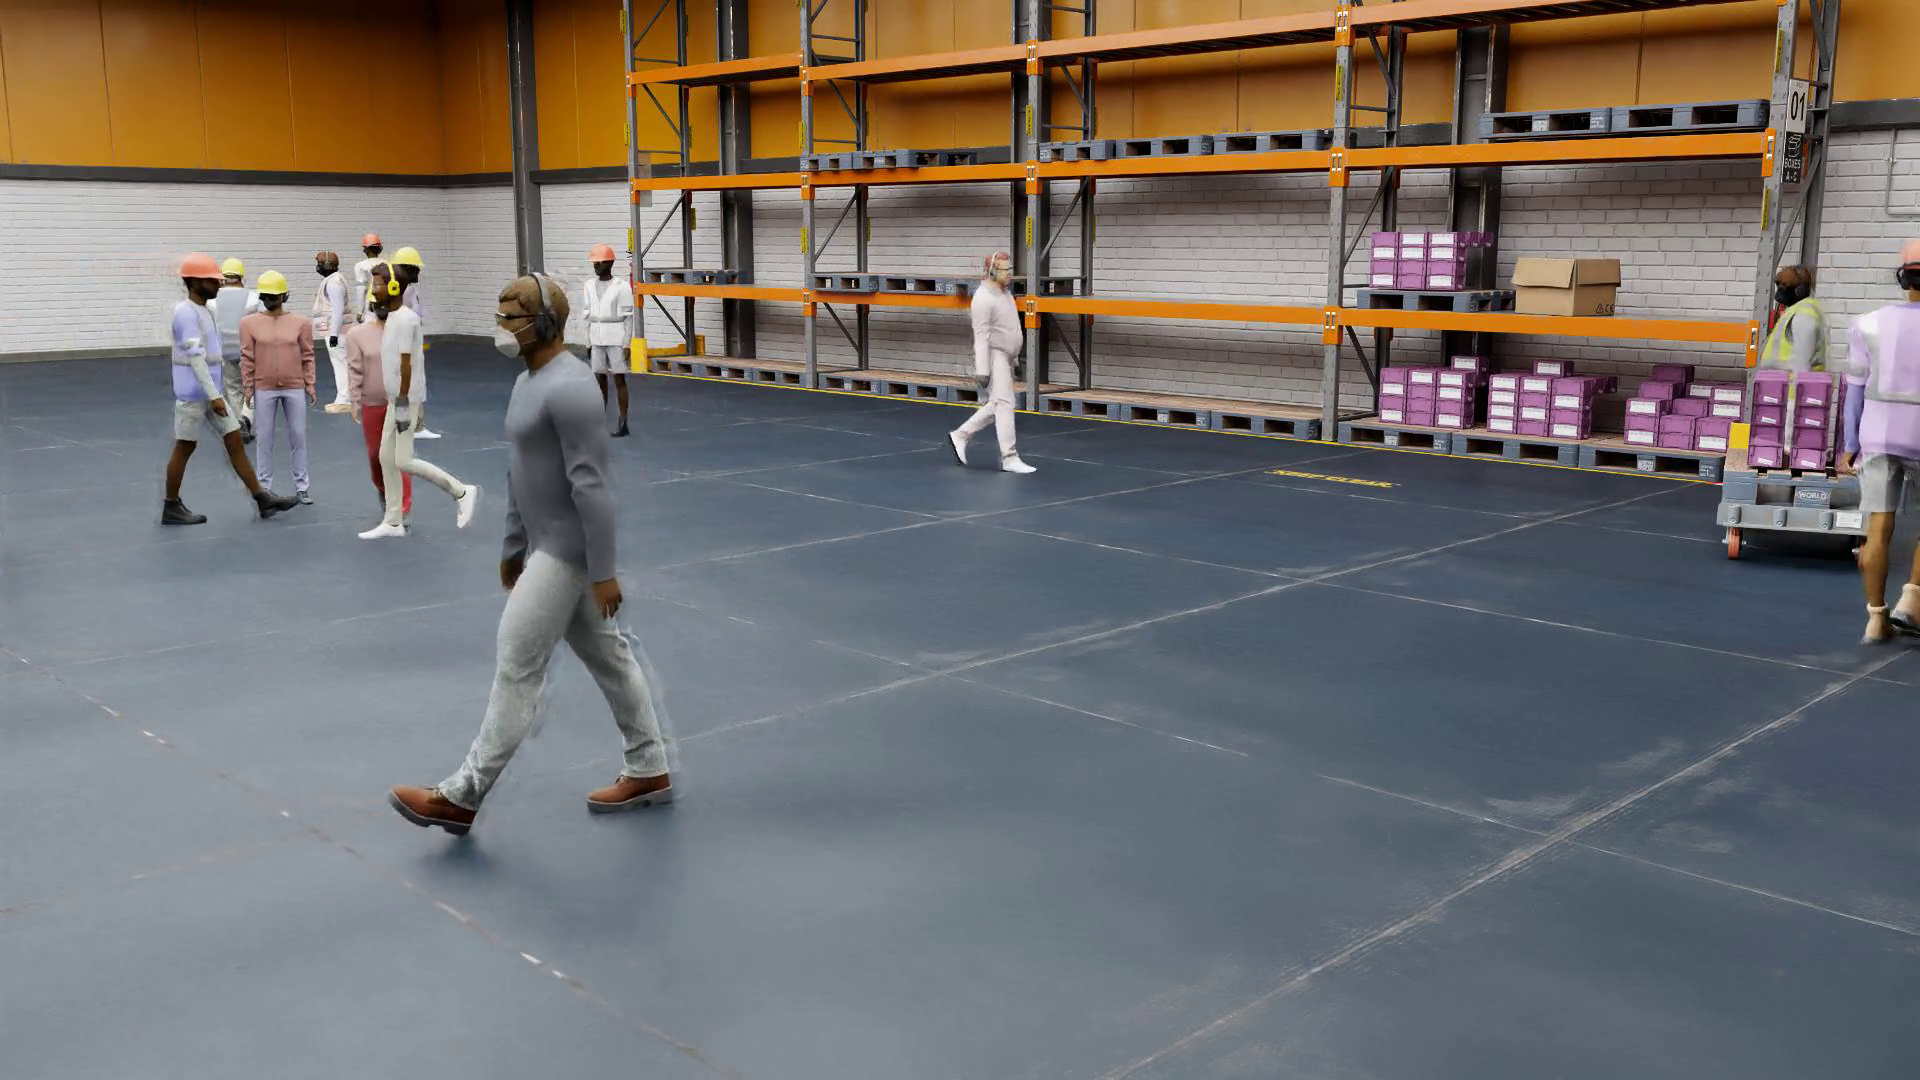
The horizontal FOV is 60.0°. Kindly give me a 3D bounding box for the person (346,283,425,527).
[{"bbox_3d":[-4.056,-0.990,11.797,0.521,1.739,0.783,-3,11,-14],"label":"person"}]

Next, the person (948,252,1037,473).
[{"bbox_3d":[0.273,-1.521,14.255,0.797,1.885,0.645,3,11,17],"label":"person"}]

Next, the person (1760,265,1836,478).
[{"bbox_3d":[6.112,-1.075,12.030,0.644,1.814,0.650,5,12,27],"label":"person"}]

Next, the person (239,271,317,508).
[{"bbox_3d":[-5.081,-1.123,12.433,0.526,1.762,0.336,-5,11,-24],"label":"person"}]

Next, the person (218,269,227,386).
[{"bbox_3d":[-9.210,-2.600,20.866,0.658,1.615,0.526,-5,12,-26],"label":"person"}]

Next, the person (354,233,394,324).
[{"bbox_3d":[-8.132,-3.230,23.152,0.373,2.044,0.606,9,13,39],"label":"person"}]

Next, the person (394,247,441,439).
[{"bbox_3d":[-5.495,-1.930,16.430,0.536,1.913,0.588,-1,10,-7],"label":"person"}]

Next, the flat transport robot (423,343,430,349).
[{"bbox_3d":[-9.877,-3.364,28.720,0.652,0.197,1.431,4,11,20],"label":"flat transport robot"}]

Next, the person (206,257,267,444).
[{"bbox_3d":[-6.922,-1.794,15.942,0.602,1.816,0.682,-1,10,-7],"label":"person"}]

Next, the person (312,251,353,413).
[{"bbox_3d":[-7.170,-2.375,19.038,0.430,1.844,0.624,-4,11,-19],"label":"person"}]

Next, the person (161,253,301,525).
[{"bbox_3d":[-5.185,-1.041,11.623,0.974,1.890,0.555,-1,10,-4],"label":"person"}]

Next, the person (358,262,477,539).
[{"bbox_3d":[-3.661,-0.922,11.108,0.698,1.848,0.530,-6,12,-31],"label":"person"}]

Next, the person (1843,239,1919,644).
[{"bbox_3d":[4.676,-0.479,8.208,0.607,2.028,0.431,9,14,41],"label":"person"}]

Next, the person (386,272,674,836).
[{"bbox_3d":[-1.457,0.056,5.639,1.017,1.887,0.655,-5,11,-24],"label":"person"}]

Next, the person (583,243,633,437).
[{"bbox_3d":[-3.548,-1.998,16.719,0.548,1.938,0.377,4,11,20],"label":"person"}]
